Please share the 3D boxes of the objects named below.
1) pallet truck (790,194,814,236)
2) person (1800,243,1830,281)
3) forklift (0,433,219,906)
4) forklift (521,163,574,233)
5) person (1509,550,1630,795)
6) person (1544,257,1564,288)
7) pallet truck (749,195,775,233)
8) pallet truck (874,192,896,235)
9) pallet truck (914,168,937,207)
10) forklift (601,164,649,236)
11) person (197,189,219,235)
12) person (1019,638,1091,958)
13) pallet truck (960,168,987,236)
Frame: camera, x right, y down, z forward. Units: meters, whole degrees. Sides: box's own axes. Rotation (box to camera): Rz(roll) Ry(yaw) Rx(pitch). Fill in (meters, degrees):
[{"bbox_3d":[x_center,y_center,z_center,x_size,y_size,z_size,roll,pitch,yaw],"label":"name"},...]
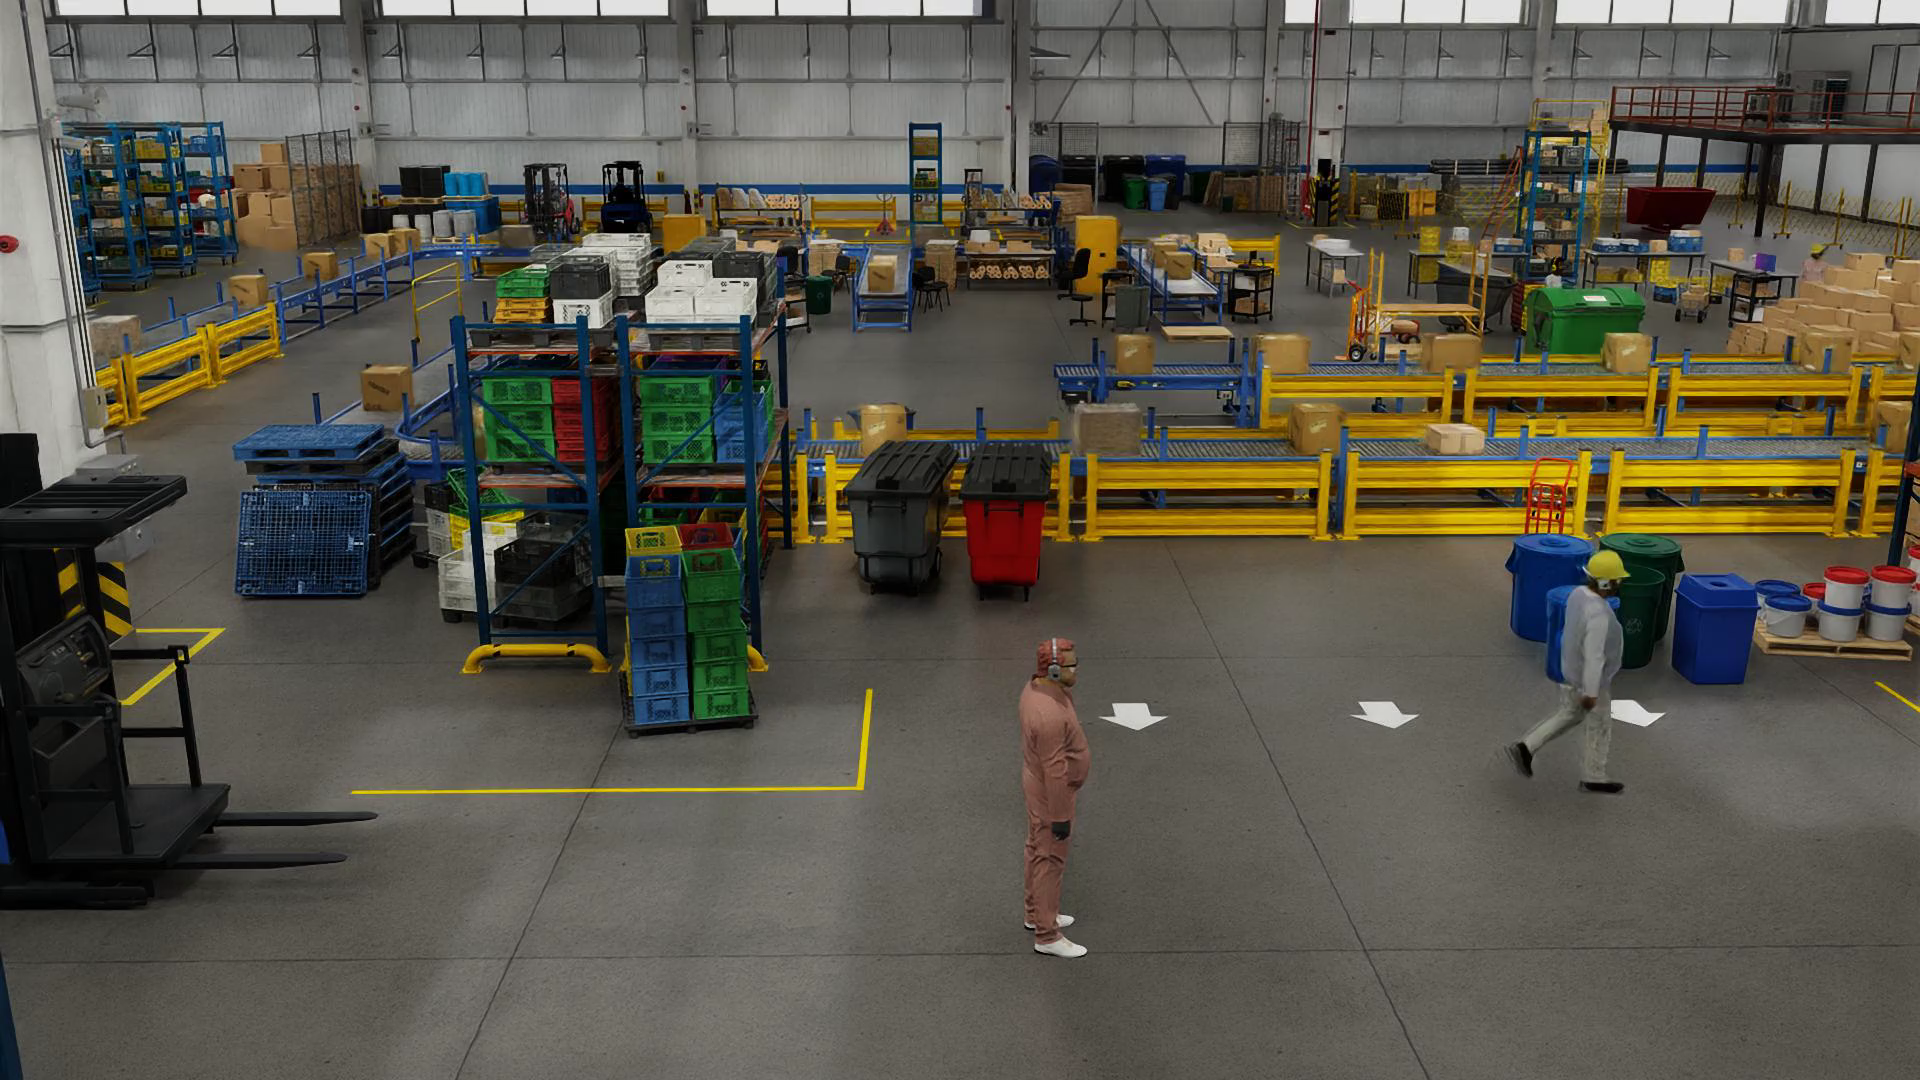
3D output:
[{"bbox_3d":[-4.814,-9.883,50.259,0.704,1.261,1.522,-1,16,-3],"label":"pallet truck"},{"bbox_3d":[16.229,-4.763,31.640,0.401,1.743,0.538,-11,20,-34],"label":"person"},{"bbox_3d":[-5.952,0.780,10.366,1.873,2.768,1.129,0,16,-1],"label":"forklift"},{"bbox_3d":[-12.233,-10.122,49.298,1.157,1.987,2.680,0,16,-1],"label":"forklift"},{"bbox_3d":[4.367,0.928,11.749,0.727,1.815,0.593,0,16,1],"label":"person"},{"bbox_3d":[10.142,-3.908,28.460,0.329,1.872,0.508,13,21,38],"label":"person"},{"bbox_3d":[-6.051,-9.967,50.660,0.680,1.201,1.601,0,16,-1],"label":"pallet truck"},{"bbox_3d":[-2.277,-9.986,50.594,0.653,1.274,1.630,0,16,-1],"label":"pallet truck"},{"bbox_3d":[-0.989,-10.316,50.507,0.823,1.965,1.885,1,16,3],"label":"pallet truck"},{"bbox_3d":[-9.948,-10.127,49.296,1.157,1.987,2.680,-1,16,-3],"label":"forklift"},{"bbox_3d":[-20.721,-8.928,45.981,0.591,1.829,0.404,4,17,14],"label":"person"},{"bbox_3d":[0.553,1.478,9.675,0.407,1.908,0.641,-2,16,-7],"label":"person"},{"bbox_3d":[0.383,-10.230,50.206,0.823,1.965,1.885,-1,16,-3],"label":"pallet truck"}]
